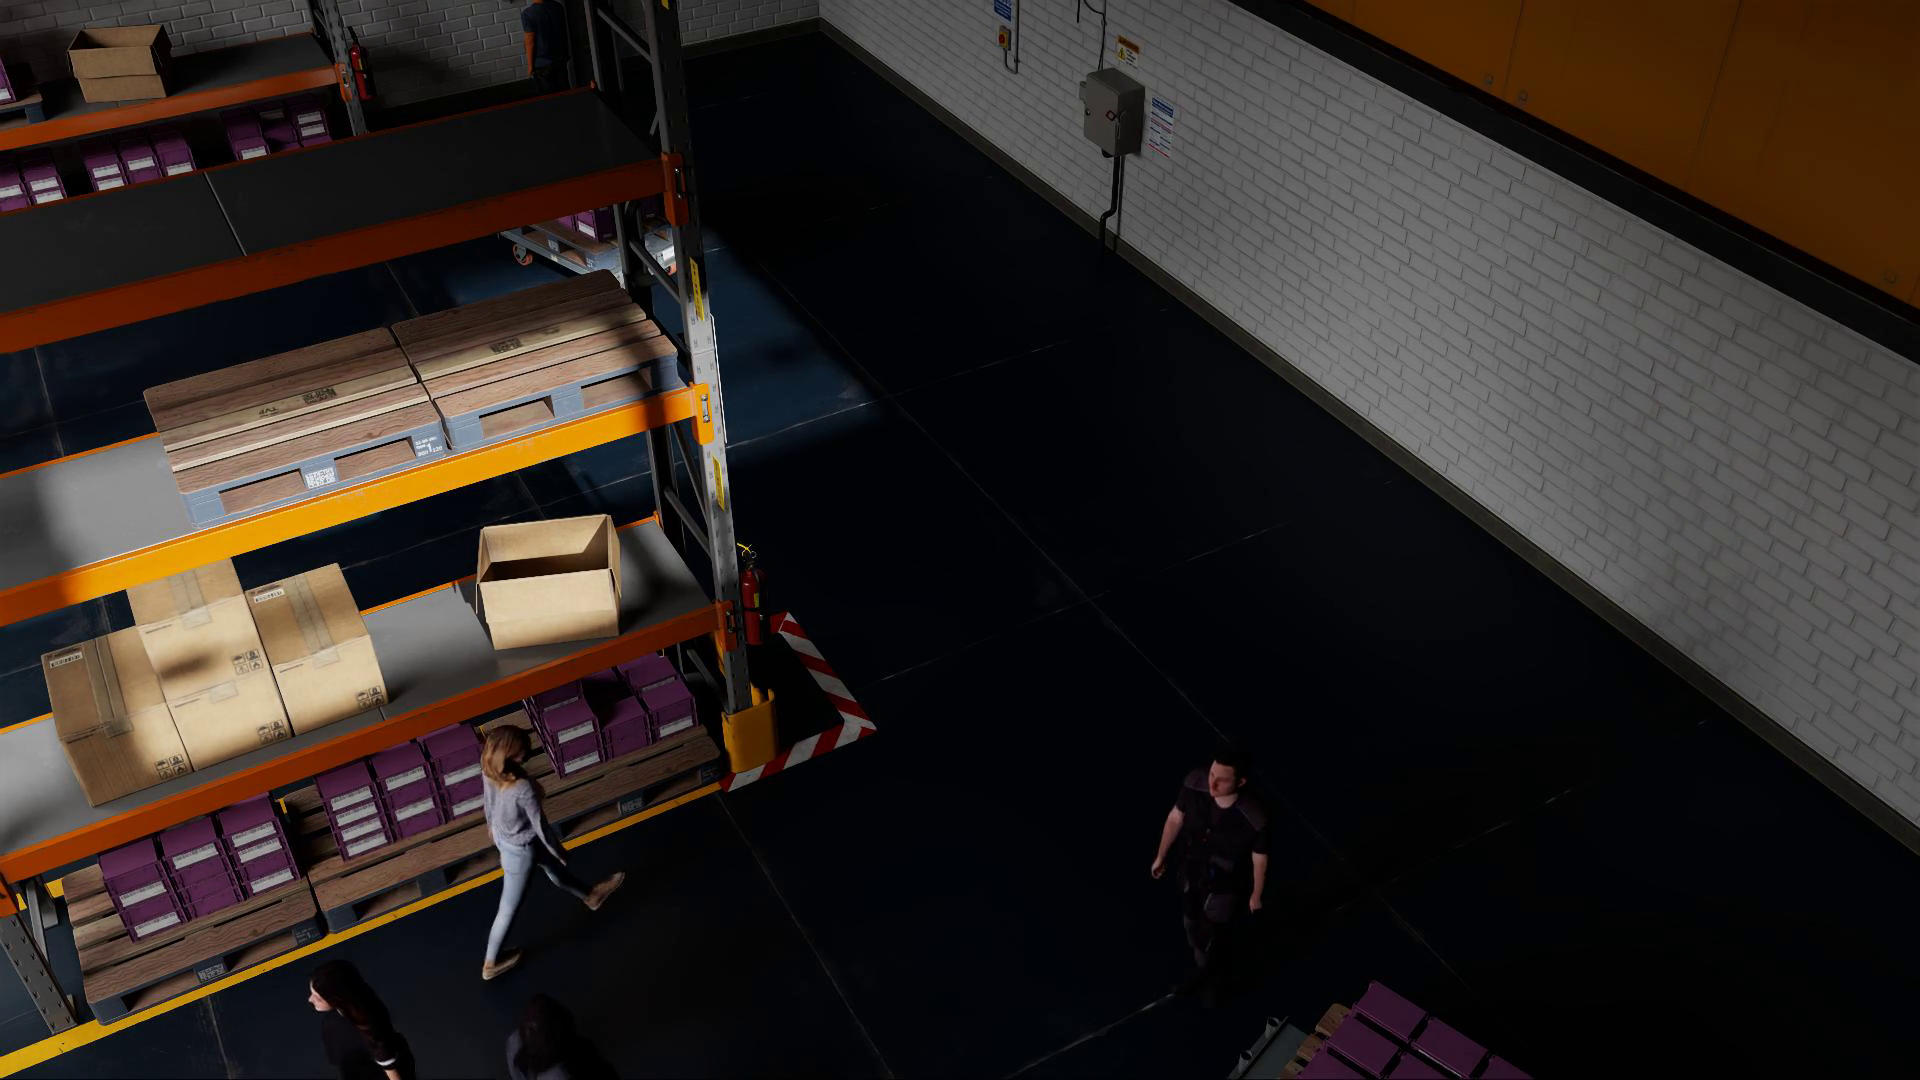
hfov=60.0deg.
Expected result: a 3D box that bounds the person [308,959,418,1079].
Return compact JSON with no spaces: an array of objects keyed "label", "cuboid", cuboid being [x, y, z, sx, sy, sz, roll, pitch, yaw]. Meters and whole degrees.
[{"label":"person","cuboid":[-2.636,2.458,7.812,0.898,1.615,0.697,-28,46,-30]}]

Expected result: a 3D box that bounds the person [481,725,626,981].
[{"label":"person","cuboid":[-2.377,1.673,8.695,1.201,1.739,0.762,-31,48,-33]}]

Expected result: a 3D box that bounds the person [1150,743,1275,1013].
[{"label":"person","cuboid":[1.357,1.698,8.587,0.677,1.834,0.748,-28,46,-30]}]

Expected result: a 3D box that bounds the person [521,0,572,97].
[{"label":"person","cuboid":[-4.140,-4.832,16.783,0.778,1.810,0.589,30,47,32]}]

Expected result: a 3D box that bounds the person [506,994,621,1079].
[{"label":"person","cuboid":[-1.816,2.703,7.547,1.054,1.563,0.778,-26,46,-29]}]
